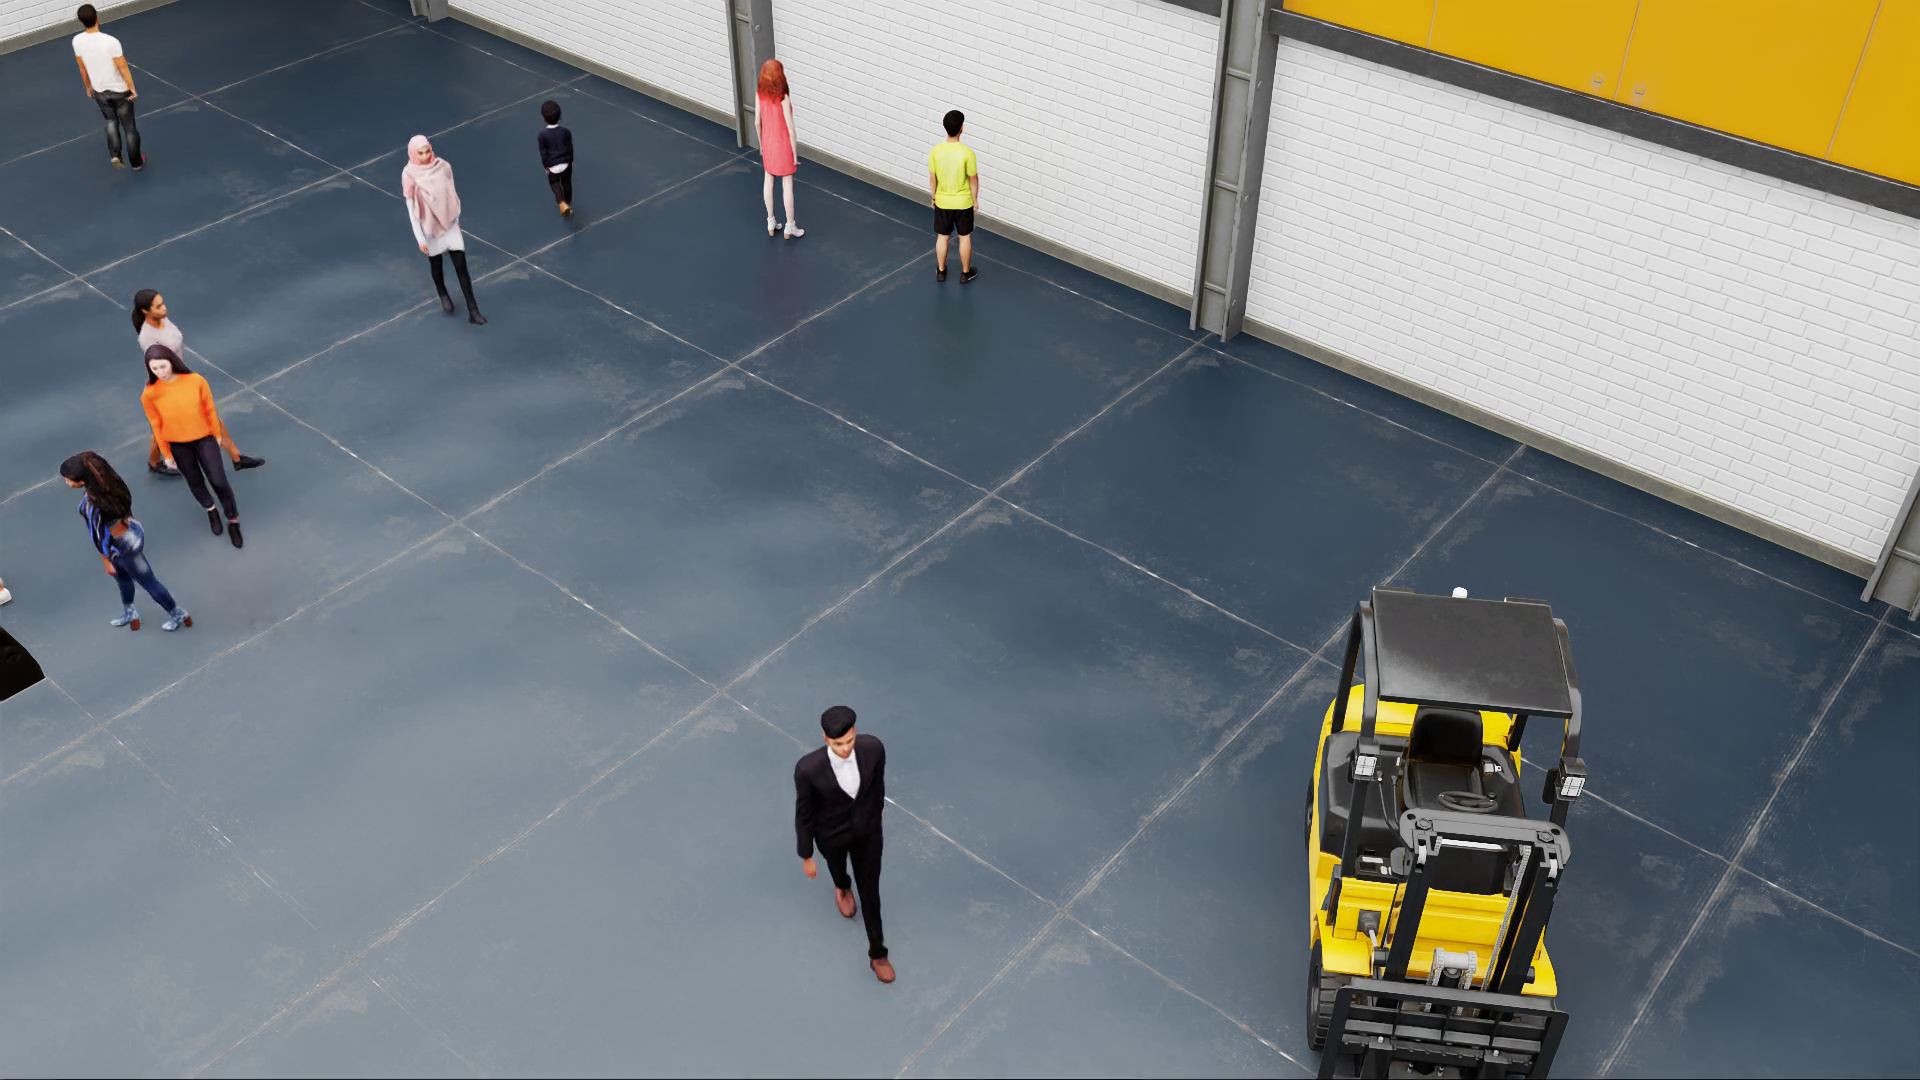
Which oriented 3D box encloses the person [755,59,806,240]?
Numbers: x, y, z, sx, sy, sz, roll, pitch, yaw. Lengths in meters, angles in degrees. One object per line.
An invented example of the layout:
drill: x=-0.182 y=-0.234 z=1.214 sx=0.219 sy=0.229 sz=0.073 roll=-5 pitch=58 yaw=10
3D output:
person: x=-1.788 y=-3.823 z=16.295 sx=0.485 sy=1.826 sz=0.672 roll=22 pitch=44 yaw=25

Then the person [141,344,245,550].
person: x=-5.823 y=-0.777 z=12.557 sx=0.791 sy=1.730 sz=0.885 roll=-16 pitch=41 yaw=-19

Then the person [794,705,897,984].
person: x=-0.685 y=1.577 z=9.528 sx=1.098 sy=1.832 sz=1.288 roll=-13 pitch=40 yaw=-16

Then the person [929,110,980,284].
person: x=-0.053 y=-3.215 z=15.627 sx=0.632 sy=1.709 sz=0.759 roll=8 pitch=39 yaw=10

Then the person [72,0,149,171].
person: x=-8.915 y=-4.676 z=17.386 sx=0.895 sy=1.798 sz=0.952 roll=-2 pitch=39 yaw=-2

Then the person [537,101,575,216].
person: x=-4.042 y=-3.829 z=16.790 sx=0.617 sy=1.218 sz=0.700 roll=-18 pitch=42 yaw=-22

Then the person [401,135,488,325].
person: x=-4.792 y=-2.845 z=15.115 sx=0.827 sy=1.769 sz=1.135 roll=-23 pitch=44 yaw=-26

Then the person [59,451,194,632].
person: x=-5.772 y=0.024 z=11.662 sx=0.933 sy=1.596 sz=0.883 roll=-4 pitch=39 yaw=-5

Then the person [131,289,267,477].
person: x=-6.281 y=-1.172 z=13.081 sx=1.220 sy=1.693 sz=1.083 roll=1 pitch=39 yaw=1
